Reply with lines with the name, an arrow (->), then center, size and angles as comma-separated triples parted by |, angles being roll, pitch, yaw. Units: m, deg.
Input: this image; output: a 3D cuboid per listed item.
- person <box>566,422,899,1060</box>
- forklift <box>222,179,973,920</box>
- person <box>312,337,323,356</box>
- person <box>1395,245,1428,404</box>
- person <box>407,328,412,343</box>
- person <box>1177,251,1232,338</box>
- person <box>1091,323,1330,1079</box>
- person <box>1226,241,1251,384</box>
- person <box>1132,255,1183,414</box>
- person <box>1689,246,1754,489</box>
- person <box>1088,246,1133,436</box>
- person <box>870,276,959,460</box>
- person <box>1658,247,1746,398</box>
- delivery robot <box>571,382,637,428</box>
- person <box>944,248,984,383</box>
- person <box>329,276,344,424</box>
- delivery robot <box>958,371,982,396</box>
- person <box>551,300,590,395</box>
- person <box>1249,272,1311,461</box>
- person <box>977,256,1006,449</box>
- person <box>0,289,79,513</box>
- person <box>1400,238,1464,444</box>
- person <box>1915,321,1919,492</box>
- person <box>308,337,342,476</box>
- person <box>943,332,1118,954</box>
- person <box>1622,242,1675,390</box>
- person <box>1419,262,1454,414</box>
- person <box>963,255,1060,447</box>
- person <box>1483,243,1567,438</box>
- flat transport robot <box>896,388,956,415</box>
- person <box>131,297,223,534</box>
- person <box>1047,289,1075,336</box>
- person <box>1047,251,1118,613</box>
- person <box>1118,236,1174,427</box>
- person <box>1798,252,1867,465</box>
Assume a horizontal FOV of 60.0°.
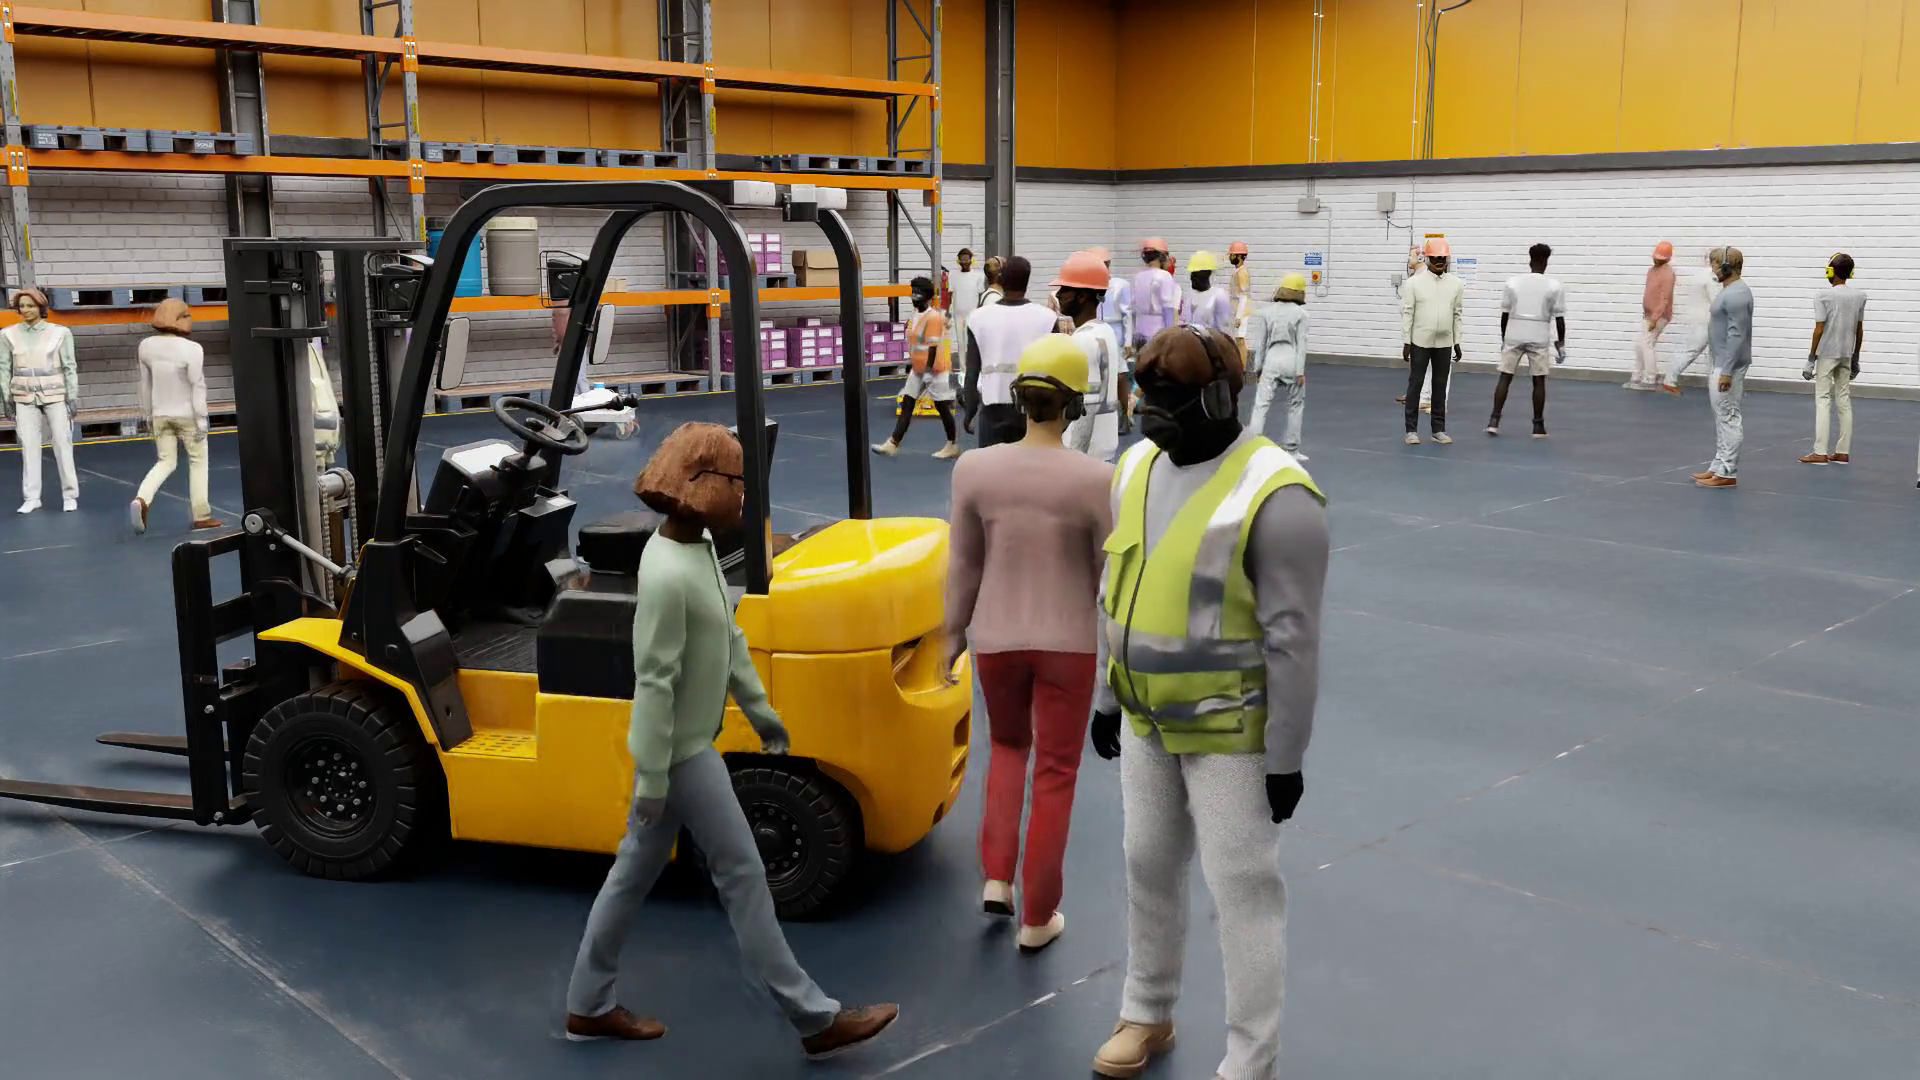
person -> -0.603, 0.502, 4.062 | 0.855, 1.582, 0.490 | -1, 10, -5
forklift -> -1.114, -0.058, 5.440 | 2.313, 2.155, 1.214 | 2, 11, 13
person -> -5.559, -1.501, 14.006 | 0.359, 1.938, 0.635 | -2, 11, -13
person -> 5.484, -2.584, 20.003 | 0.402, 1.909, 0.638 | 1, 10, 5
person -> -5.013, -1.626, 14.738 | 0.554, 1.915, 0.601 | -4, 11, -22
person -> 2.191, -1.703, 15.294 | 1.001, 1.872, 0.595 | -5, 11, -25
person -> 0.552, 0.420, 3.842 | 0.434, 1.834, 0.644 | -6, 12, -30
person -> 3.784, -3.095, 22.699 | 0.361, 1.939, 0.543 | 1, 10, 5
person -> 2.253, -2.329, 18.886 | 0.590, 1.810, 0.914 | 10, 14, 42
person -> 6.129, -1.371, 13.315 | 0.379, 1.933, 0.629 | 4, 11, 20
person -> 1.469, -2.008, 16.827 | 0.563, 1.919, 0.398 | 4, 11, 19
person -> -0.366, -1.513, 14.821 | 0.879, 1.649, 0.548 | -5, 12, -27
person -> 9.304, -2.710, 20.792 | 1.008, 1.900, 0.615 | 5, 12, 27
delivery robot -> -3.591, -1.330, 16.593 | 0.707, 0.478, 0.477 | 1, 10, 8
person -> 0.044, -3.034, 22.634 | 0.515, 1.846, 0.652 | 2, 11, 13
person -> -6.476, -2.011, 17.687 | 0.399, 1.616, 0.545 | -8, 13, -36
delivery robot -> 0.335, -1.856, 19.463 | 0.707, 0.478, 0.477 | 0, 10, -3
person -> -4.132, -2.057, 17.591 | 0.439, 1.746, 0.535 | -10, 14, -44
person -> 2.793, -1.518, 14.780 | 0.576, 1.702, 0.652 | 7, 12, 33
person -> 0.315, -1.481, 14.153 | 0.341, 1.846, 0.510 | -2, 11, -13
person -> -6.724, -1.014, 12.167 | 0.520, 1.639, 0.309 | -2, 11, -13
person -> 4.592, -1.927, 16.175 | 0.619, 1.994, 0.381 | -1, 10, -7
person -> 7.739, -1.252, 12.934 | 0.403, 1.834, 0.589 | -4, 11, -19
person -> -3.353, -0.429, 8.461 | 0.404, 1.829, 0.591 | 0, 10, -2
person -> 0.226, 0.294, 4.712 | 0.560, 1.746, 0.411 | 4, 11, 20
person -> 9.069, -2.919, 21.766 | 0.425, 1.936, 0.701 | 0, 10, 0
person -> 5.406, -2.360, 18.957 | 0.429, 1.844, 0.624 | -4, 11, -21
person -> 0.333, -0.839, 10.509 | 0.619, 1.899, 0.492 | 0, 10, 2
person -> 5.672, -1.989, 16.654 | 0.780, 1.944, 0.570 | 5, 11, 24
flat transport robot -> -0.376, -1.589, 19.039 | 0.652, 0.197, 1.431 | 0, 10, 0
person -> -5.319, -0.824, 11.202 | 0.509, 1.607, 0.662 | 2, 11, 13
person -> 1.278, -2.401, 19.730 | 0.513, 1.641, 0.309 | 0, 10, 3
person -> 0.602, -0.448, 8.256 | 0.354, 1.942, 0.545 | 2, 11, 13
person -> 1.919, -2.107, 17.103 | 0.669, 2.017, 0.650 | -6, 12, -28
person -> 7.715, -1.595, 14.708 | 0.518, 1.870, 0.323 | -2, 11, -8
